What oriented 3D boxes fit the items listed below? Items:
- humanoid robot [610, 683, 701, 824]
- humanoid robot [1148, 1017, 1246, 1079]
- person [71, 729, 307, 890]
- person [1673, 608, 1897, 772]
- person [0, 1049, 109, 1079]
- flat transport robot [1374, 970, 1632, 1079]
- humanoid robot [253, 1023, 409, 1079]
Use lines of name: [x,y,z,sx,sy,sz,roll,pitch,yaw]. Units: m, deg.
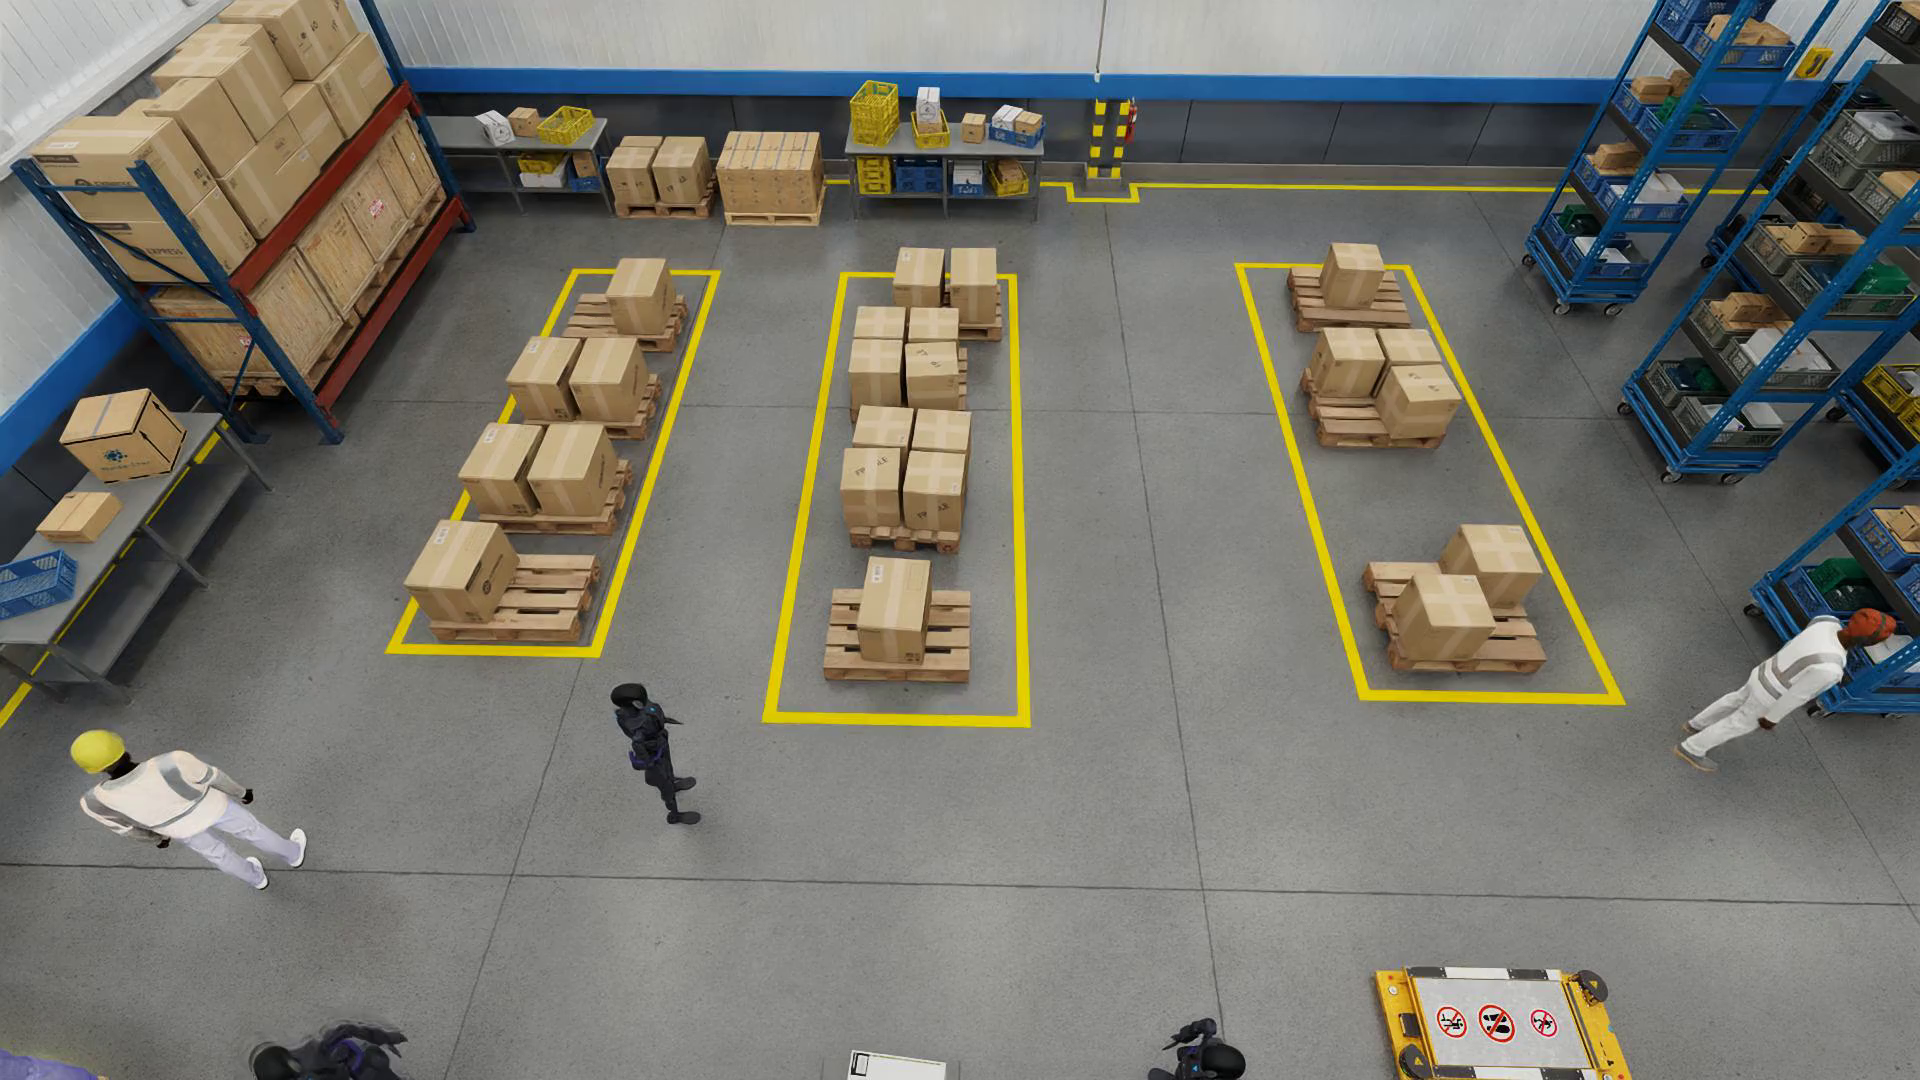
humanoid robot: [-2.095,1.458,6.379,0.330,1.657,0.600,-11,52,-9]
humanoid robot: [1.293,3.040,5.089,0.324,1.658,0.601,2,51,2]
person: [-5.007,1.765,5.977,0.594,1.924,0.373,-31,57,-23]
person: [5.858,1.071,6.574,0.357,1.878,0.581,26,55,20]
person: [-5.498,2.988,4.908,0.539,2.000,0.683,-16,53,-13]
flat transport robot: [3.501,3.133,5.914,1.431,0.197,0.652,1,51,1]
humanoid robot: [-3.408,3.058,5.110,0.759,1.624,0.621,29,57,22]
